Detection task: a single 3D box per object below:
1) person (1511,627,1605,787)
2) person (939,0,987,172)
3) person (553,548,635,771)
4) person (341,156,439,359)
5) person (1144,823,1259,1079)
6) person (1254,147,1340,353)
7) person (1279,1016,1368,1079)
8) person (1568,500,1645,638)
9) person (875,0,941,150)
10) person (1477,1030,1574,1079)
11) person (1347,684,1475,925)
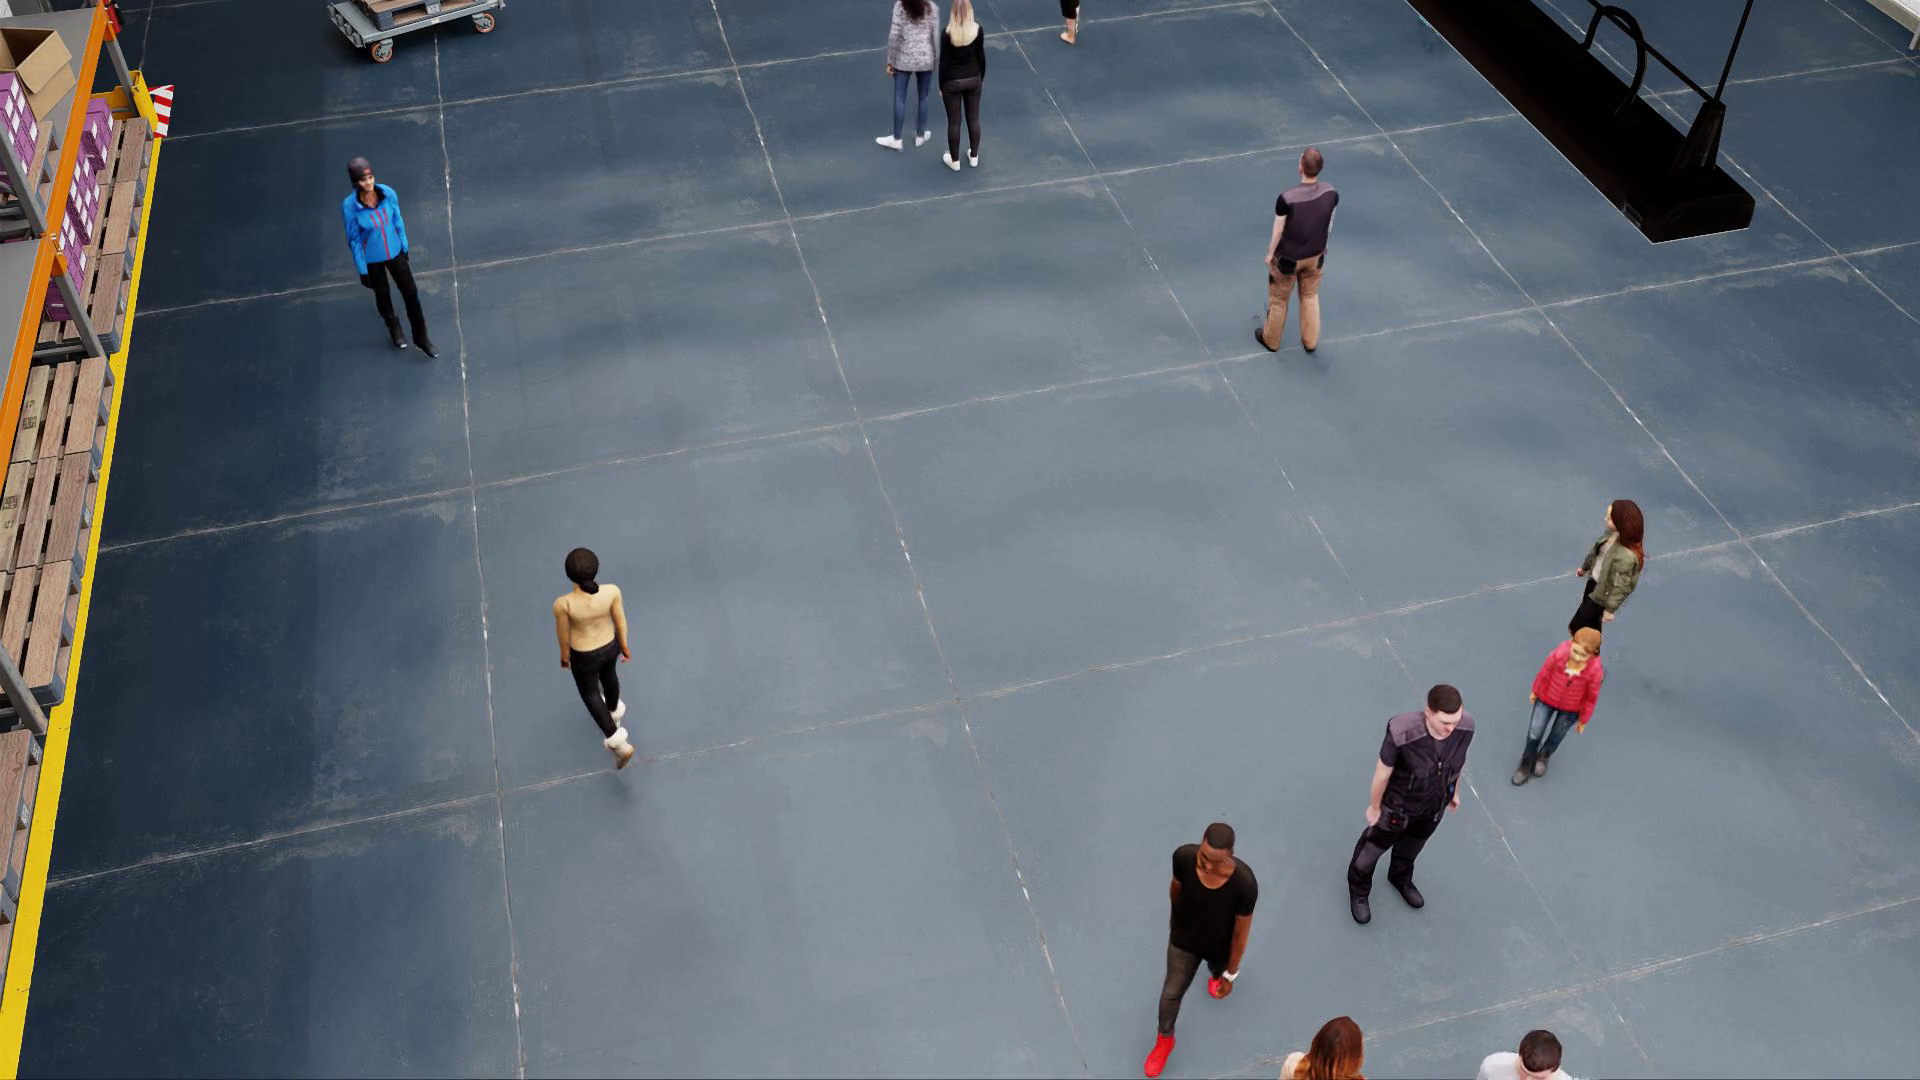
[{"bbox_3d":[3.710,0.956,10.217,0.678,1.306,0.738,22,48,21],"label":"person"},{"bbox_3d":[0.019,-4.213,15.368,0.613,1.686,0.527,-12,45,-12],"label":"person"},{"bbox_3d":[-2.217,0.733,10.212,0.756,1.638,1.034,-21,47,-21],"label":"person"},{"bbox_3d":[-4.659,-2.291,13.285,0.779,1.777,0.909,-24,48,-23],"label":"person"},{"bbox_3d":[1.348,2.020,8.756,1.105,1.782,1.197,19,47,19],"label":"person"},{"bbox_3d":[2.713,-2.283,13.226,0.673,1.846,0.607,-10,45,-11],"label":"person"},{"bbox_3d":[1.673,2.830,7.900,0.667,1.790,0.717,19,47,19],"label":"person"},{"bbox_3d":[4.230,0.326,10.766,0.756,1.462,0.616,9,44,10],"label":"person"},{"bbox_3d":[-0.480,-4.497,15.648,0.831,1.712,0.630,-12,45,-12],"label":"person"},{"bbox_3d":[2.627,2.814,7.899,1.069,1.814,1.198,17,46,17],"label":"person"},{"bbox_3d":[2.526,1.440,9.319,0.708,1.845,0.563,-11,45,-11],"label":"person"}]
